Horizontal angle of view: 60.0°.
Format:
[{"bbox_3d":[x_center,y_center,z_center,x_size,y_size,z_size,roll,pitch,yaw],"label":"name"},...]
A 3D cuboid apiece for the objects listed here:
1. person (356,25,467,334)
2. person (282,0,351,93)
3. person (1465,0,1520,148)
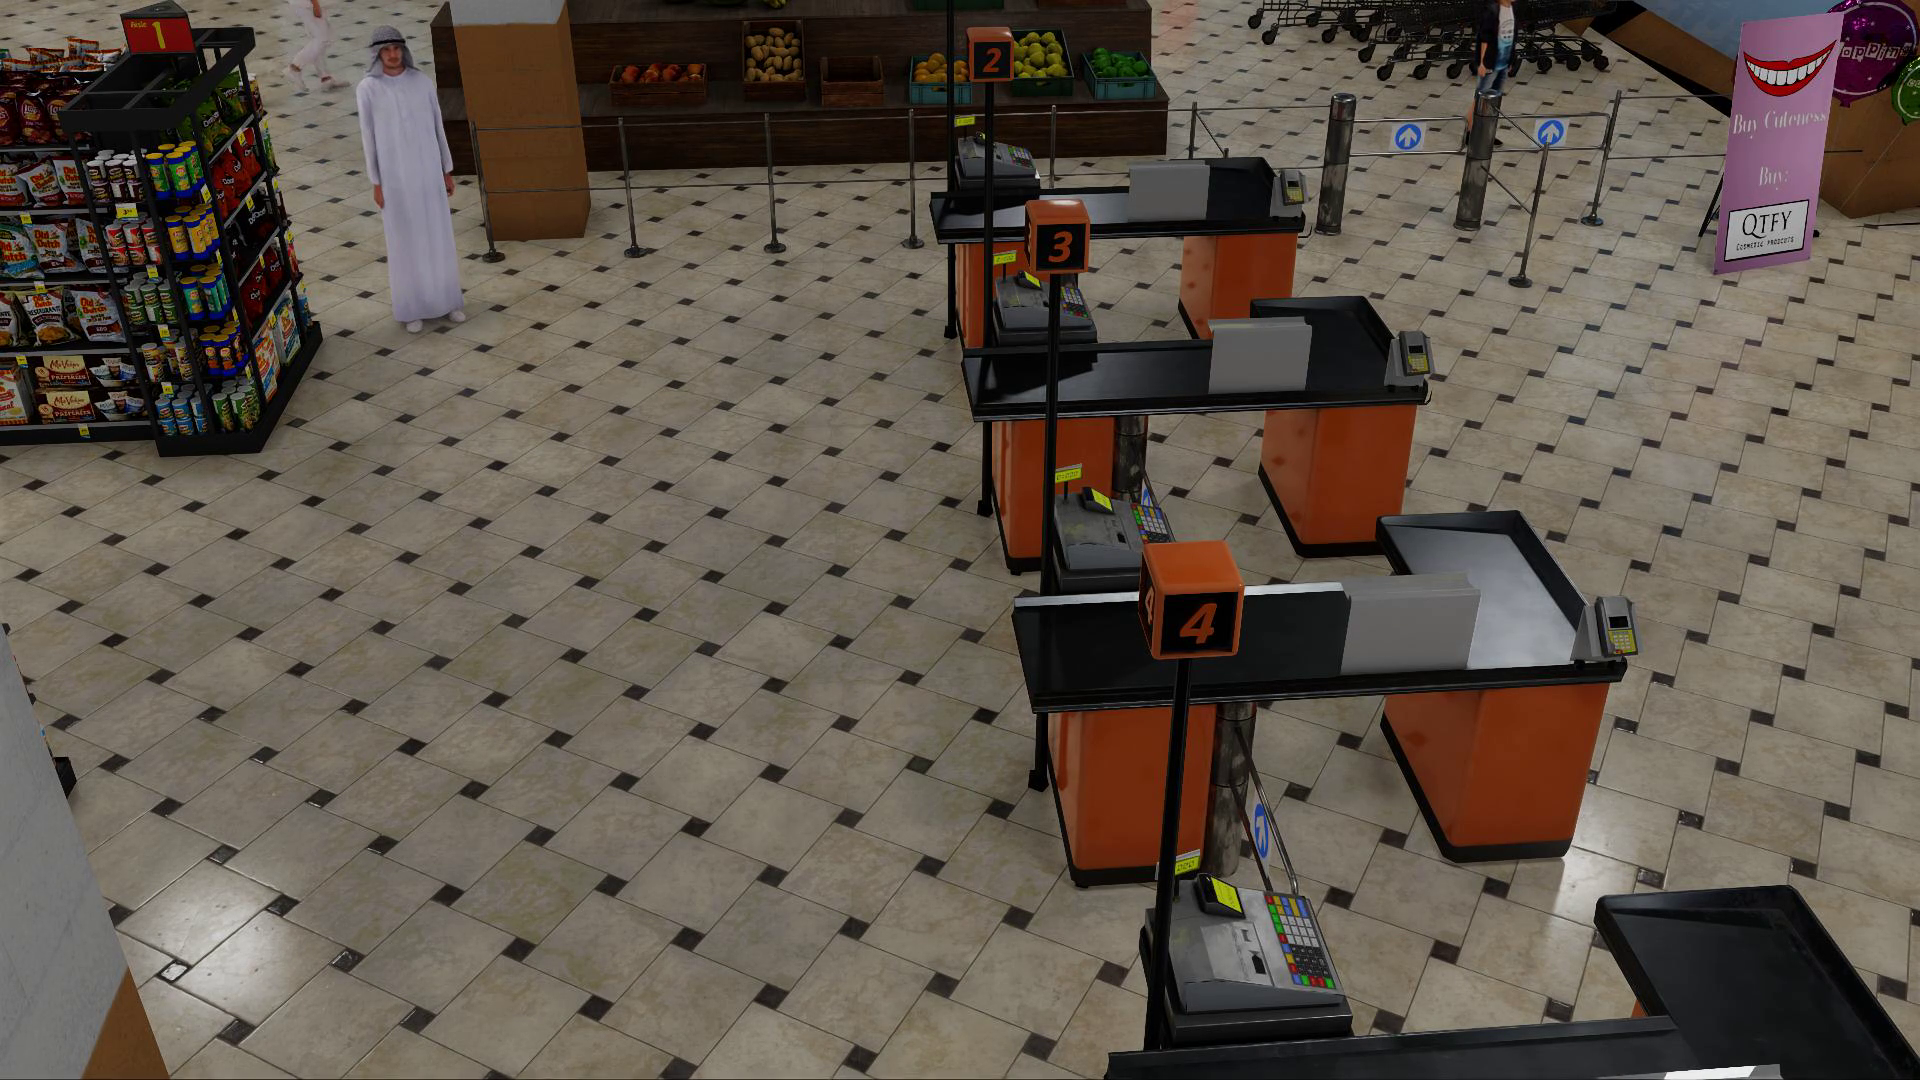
[{"bbox_3d":[-3.467,-2.283,10.507,0.736,1.926,0.857,-19,37,-28],"label":"person"},{"bbox_3d":[-5.876,-4.788,14.764,0.936,1.681,0.828,-20,37,-29],"label":"person"},{"bbox_3d":[4.379,-3.930,13.608,0.583,1.446,0.674,-20,37,-28],"label":"person"}]
